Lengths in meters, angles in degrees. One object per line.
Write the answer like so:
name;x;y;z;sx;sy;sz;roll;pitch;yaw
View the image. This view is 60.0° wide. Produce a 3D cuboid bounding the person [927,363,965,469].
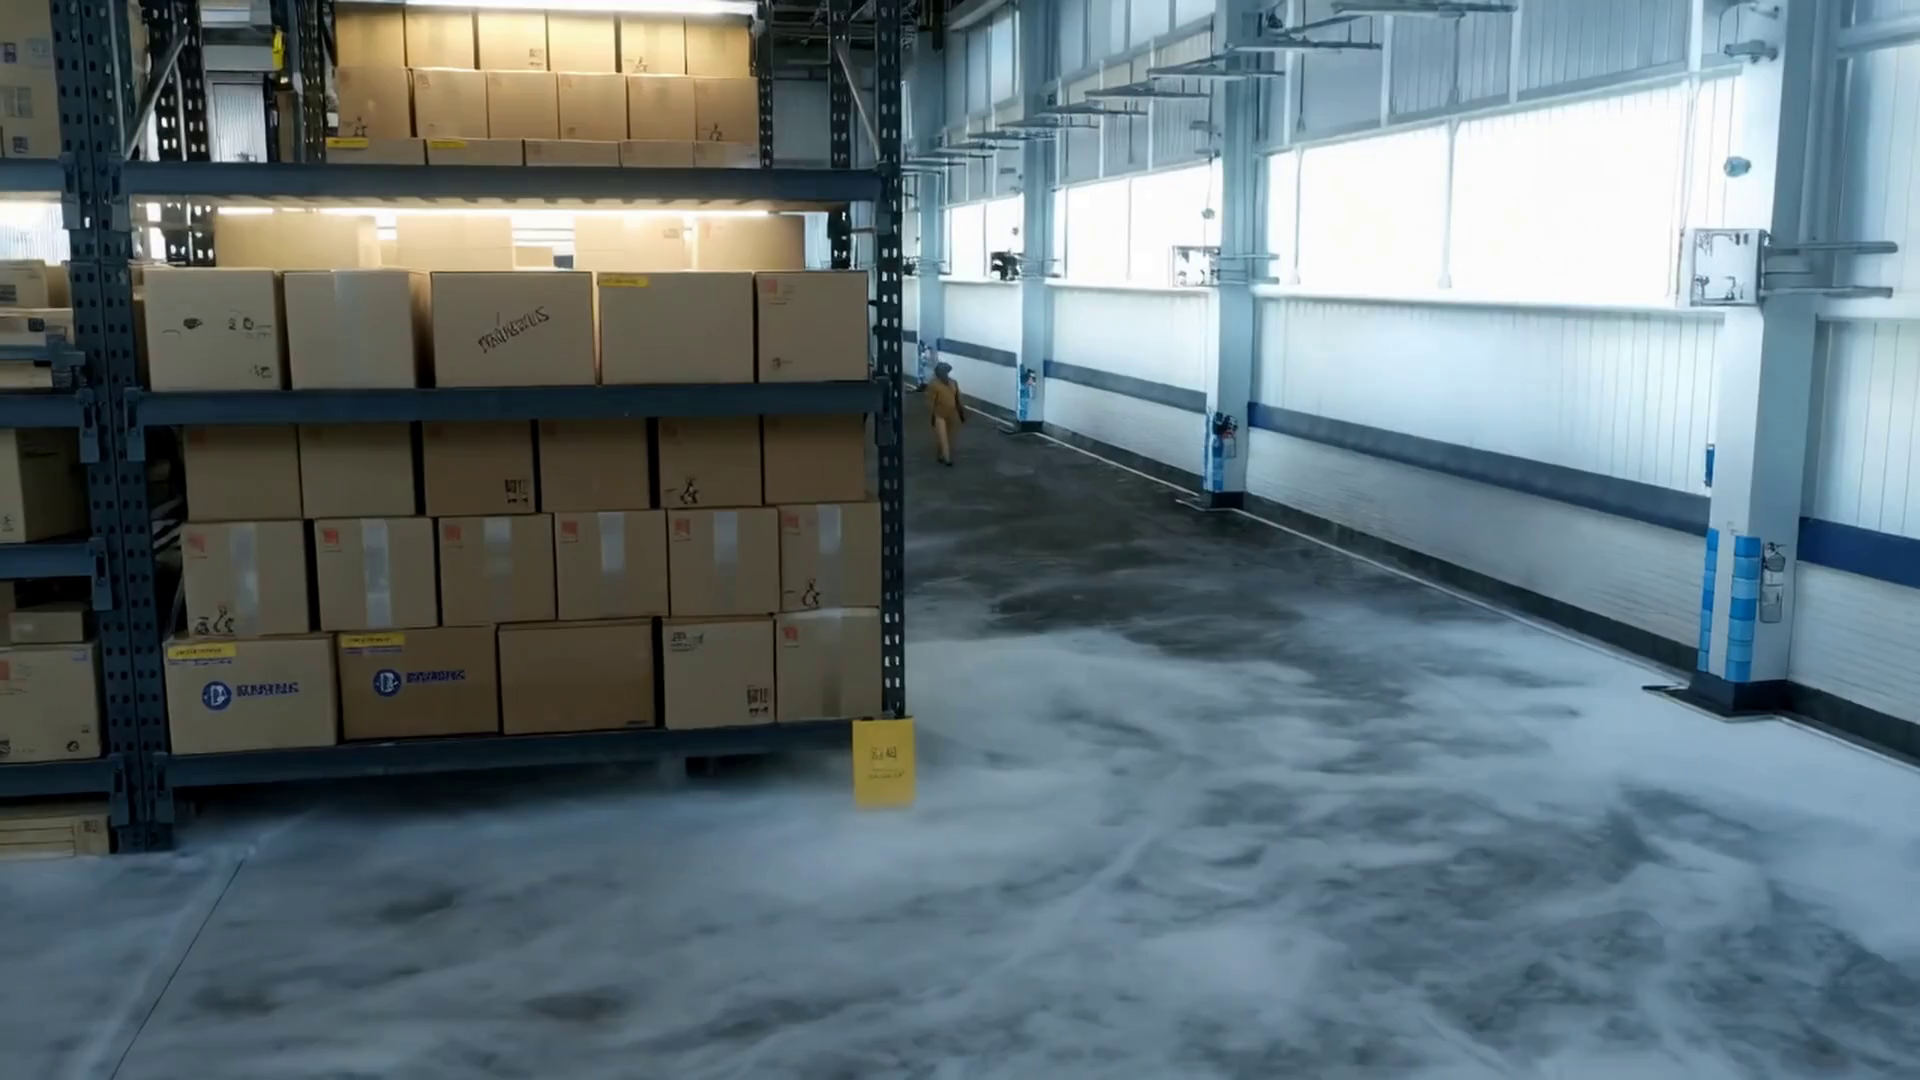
person;-0.259;-1.900;25.281;0.524;1.603;0.853;-5;11;-30
